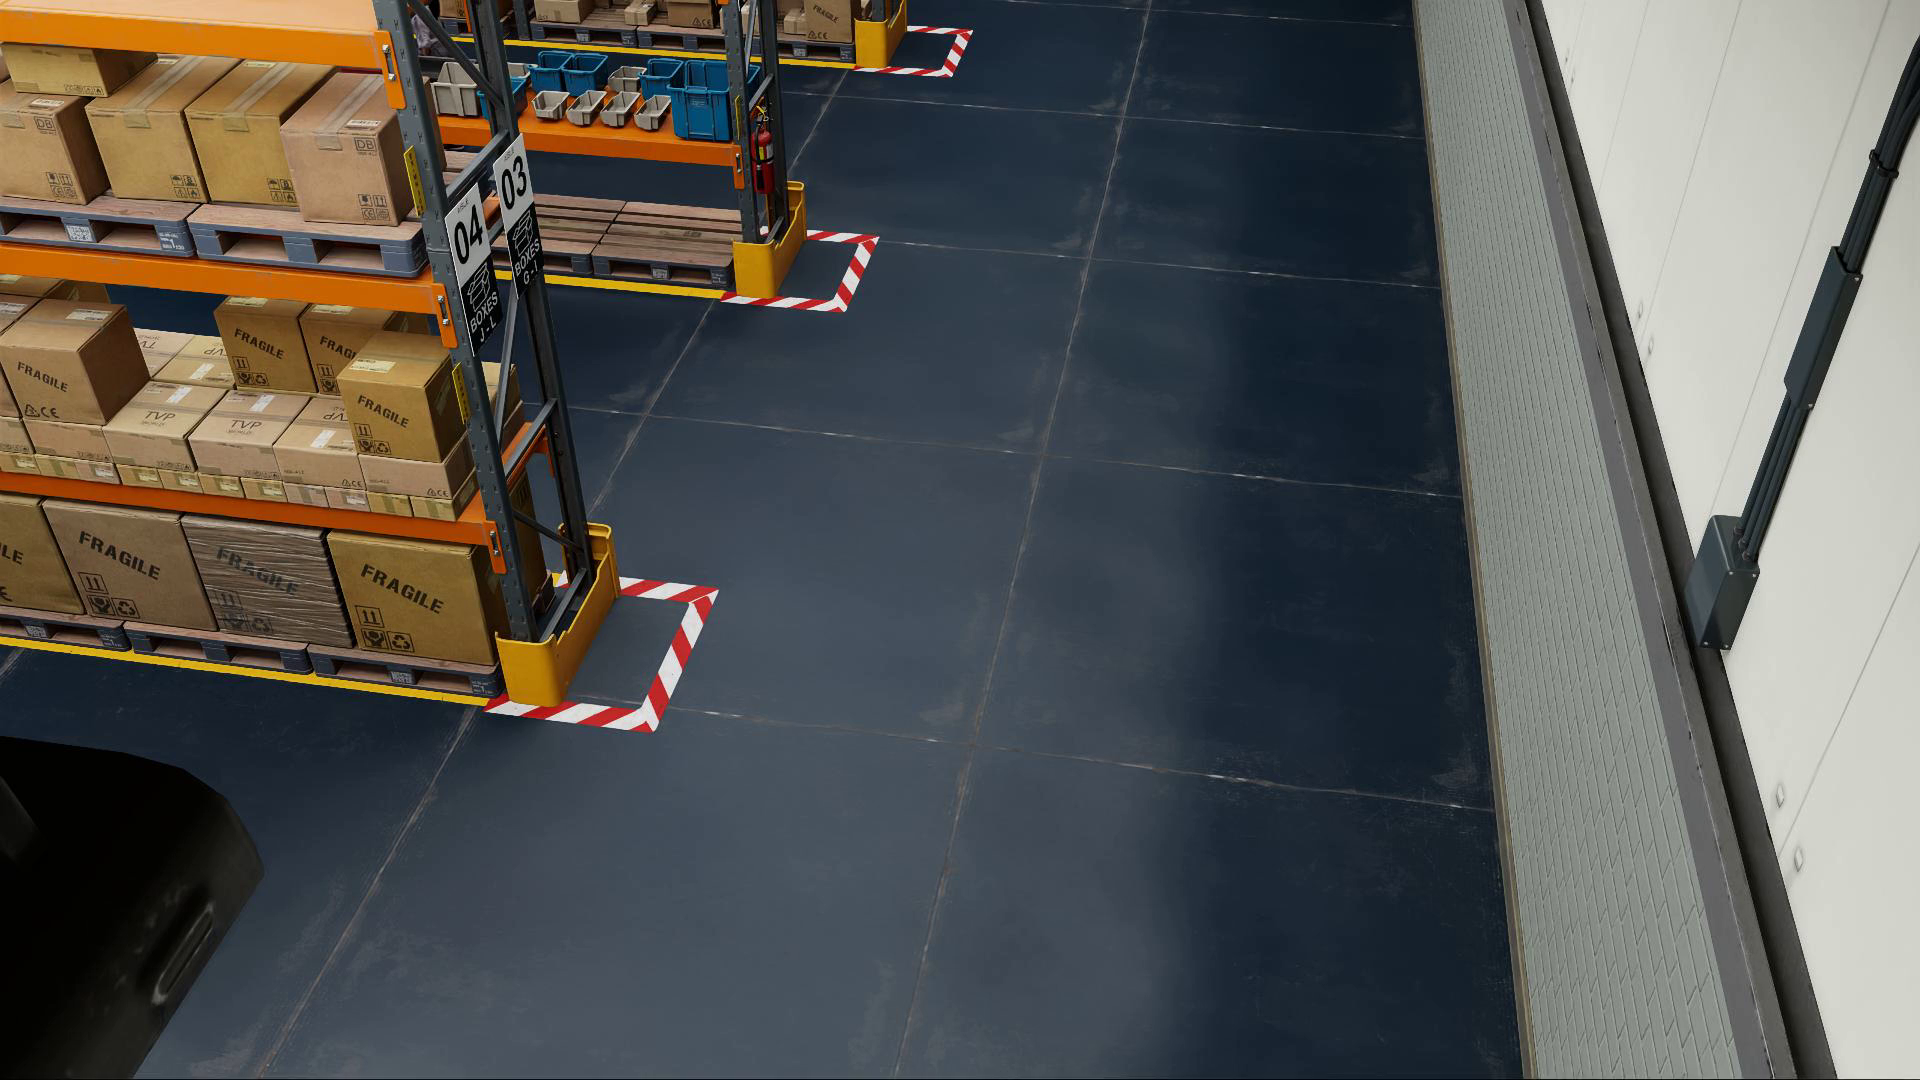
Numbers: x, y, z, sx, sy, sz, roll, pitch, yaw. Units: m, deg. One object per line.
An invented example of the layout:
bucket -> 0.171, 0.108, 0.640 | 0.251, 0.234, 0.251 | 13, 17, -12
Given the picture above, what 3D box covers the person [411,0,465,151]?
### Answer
person -> -4.920, -4.526, 15.653 | 0.536, 1.733, 0.616 | 4, 38, 5
